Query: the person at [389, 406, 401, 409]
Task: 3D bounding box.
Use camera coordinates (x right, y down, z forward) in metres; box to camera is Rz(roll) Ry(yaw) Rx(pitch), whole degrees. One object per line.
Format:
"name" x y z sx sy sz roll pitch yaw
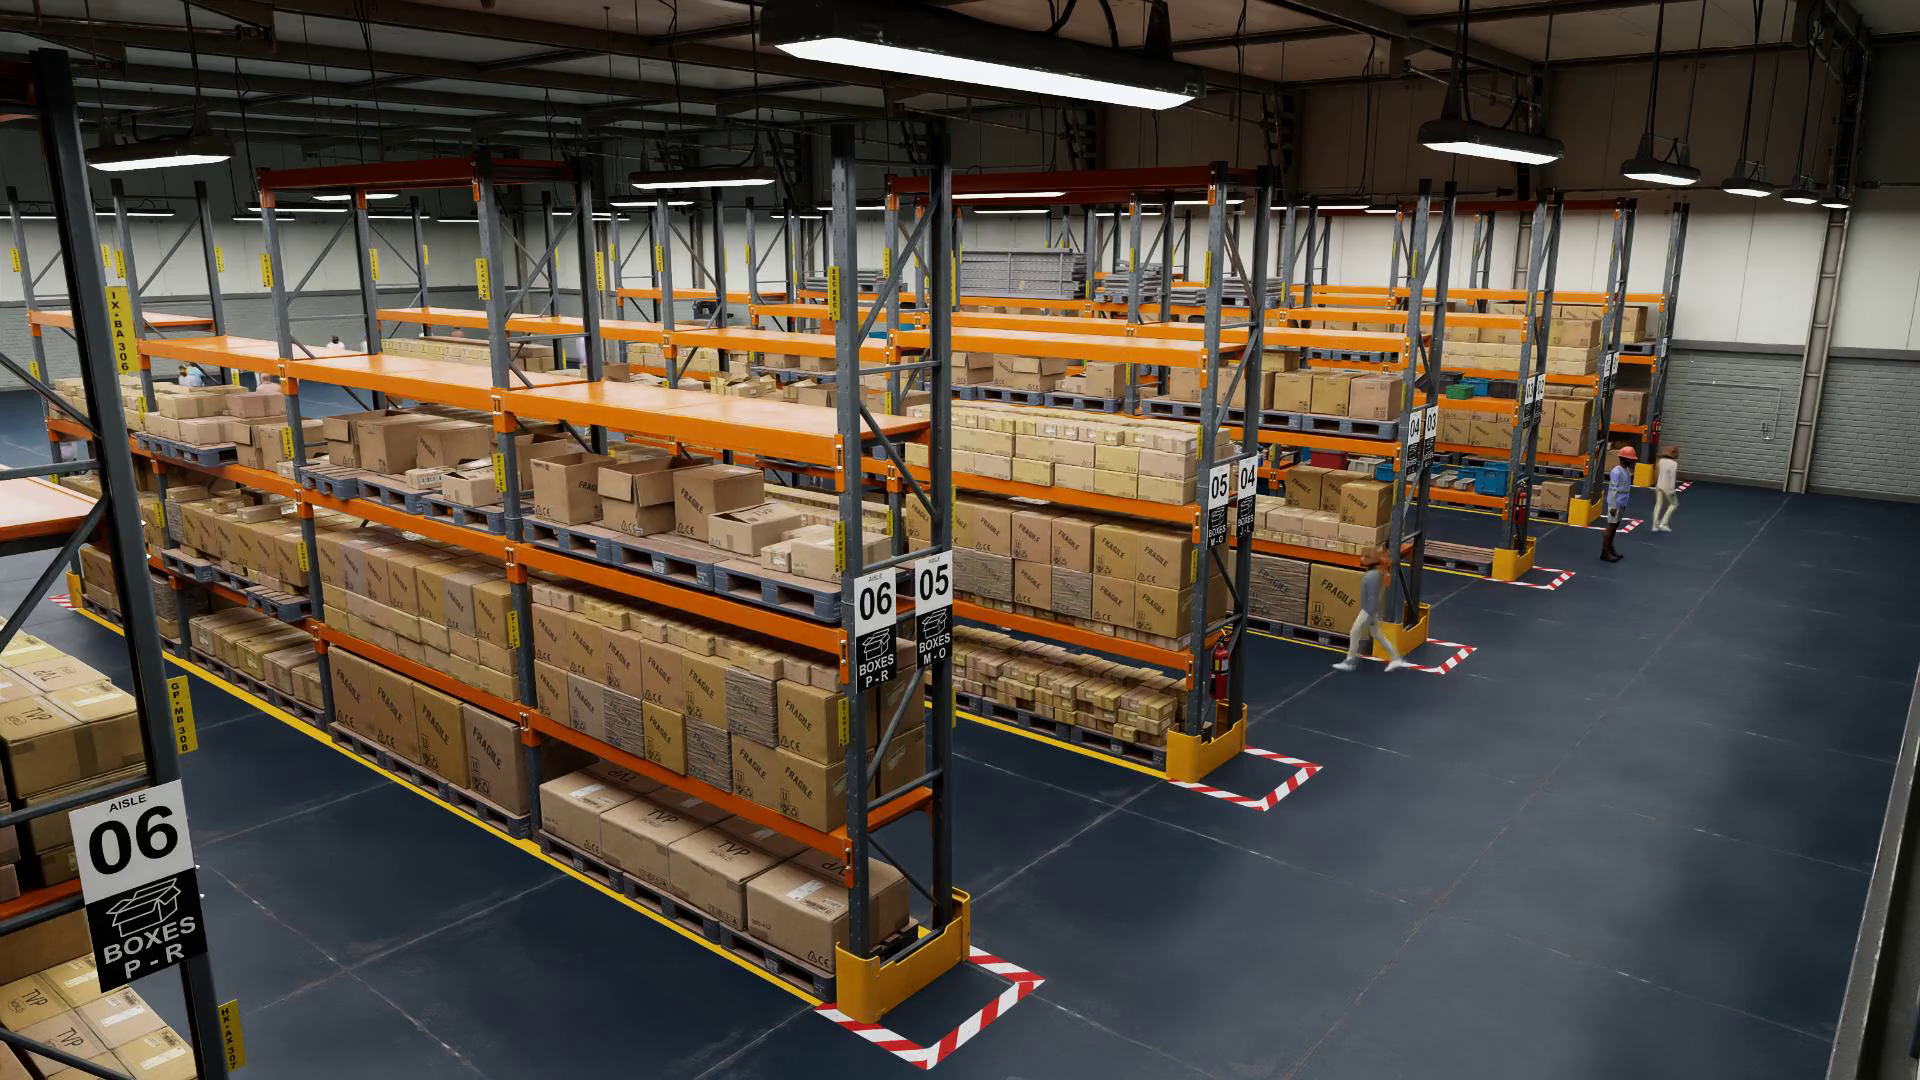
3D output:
"person" -16.619 -4.415 36.764 0.627 1.934 0.372 -8 16 -29

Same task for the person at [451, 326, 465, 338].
"person" -20.890 -8.148 52.497 0.549 1.742 0.682 -5 14 -18

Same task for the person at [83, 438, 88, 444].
"person" -21.087 -2.754 30.584 0.520 1.621 0.492 -3 14 -12

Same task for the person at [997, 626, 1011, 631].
"person" 0.700 0.376 17.448 0.295 1.744 0.484 10 17 34

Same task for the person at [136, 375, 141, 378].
"person" -22.270 -3.695 34.408 0.311 1.642 0.512 -10 17 -37

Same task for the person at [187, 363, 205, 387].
"person" -23.936 -4.908 39.386 0.911 1.637 0.555 9 16 32

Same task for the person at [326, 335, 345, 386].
"person" -22.496 -6.476 45.495 0.665 1.808 0.778 -10 17 -36

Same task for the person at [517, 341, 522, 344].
"person" -14.695 -5.742 42.253 0.593 1.920 0.391 0 14 -2

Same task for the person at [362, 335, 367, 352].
"person" -21.407 -6.606 45.918 0.646 1.865 1.010 1 14 5

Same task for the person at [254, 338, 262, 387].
"person" -24.716 -6.209 44.428 0.637 1.798 0.972 -9 16 -33

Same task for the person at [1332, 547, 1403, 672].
"person" 5.170 0.875 15.722 0.809 1.591 0.512 5 15 20

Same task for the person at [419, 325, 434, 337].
"person" -21.510 -7.773 50.803 0.403 1.824 0.586 13 18 42

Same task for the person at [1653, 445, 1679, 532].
"person" 13.006 -0.943 23.109 0.424 1.617 0.522 -1 14 -5

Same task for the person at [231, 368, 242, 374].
"person" -24.534 -5.776 42.508 0.309 1.863 0.535 10 17 37

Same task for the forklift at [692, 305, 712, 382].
"forklift" -9.511 -7.392 47.124 1.873 2.768 1.129 11 17 38

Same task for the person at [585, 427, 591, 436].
"person" -9.139 -3.067 31.236 0.591 1.922 0.380 7 15 27

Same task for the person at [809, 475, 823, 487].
"person" -2.843 -1.526 25.023 0.313 1.863 0.539 12 18 41

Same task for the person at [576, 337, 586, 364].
"person" -14.030 -6.869 46.983 0.696 1.884 0.443 12 18 42

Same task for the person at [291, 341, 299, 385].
"person" -24.412 -6.602 45.747 0.609 1.954 1.016 -12 18 -40

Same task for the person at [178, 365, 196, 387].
"person" -21.454 -3.936 34.976 0.537 1.853 0.383 4 14 17

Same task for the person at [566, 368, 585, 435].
"person" -10.420 -3.658 33.714 0.856 1.904 0.656 -4 14 -18

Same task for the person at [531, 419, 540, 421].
"person" -11.026 -3.379 32.539 0.727 1.909 0.564 -8 16 -30

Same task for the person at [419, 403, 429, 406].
"person" -12.213 -2.421 28.839 0.530 1.792 0.964 -8 16 -30

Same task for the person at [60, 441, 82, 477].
"person" -18.348 -1.744 25.857 0.569 1.890 0.525 0 14 1

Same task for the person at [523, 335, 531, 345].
"person" -15.369 -6.322 44.724 0.983 1.873 0.611 -3 14 -12

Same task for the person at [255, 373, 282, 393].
"person" -17.959 -3.391 32.698 0.953 1.858 0.657 9 16 34

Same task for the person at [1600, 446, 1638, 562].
"person" 11.073 -0.616 21.129 0.378 1.932 0.551 12 18 42
